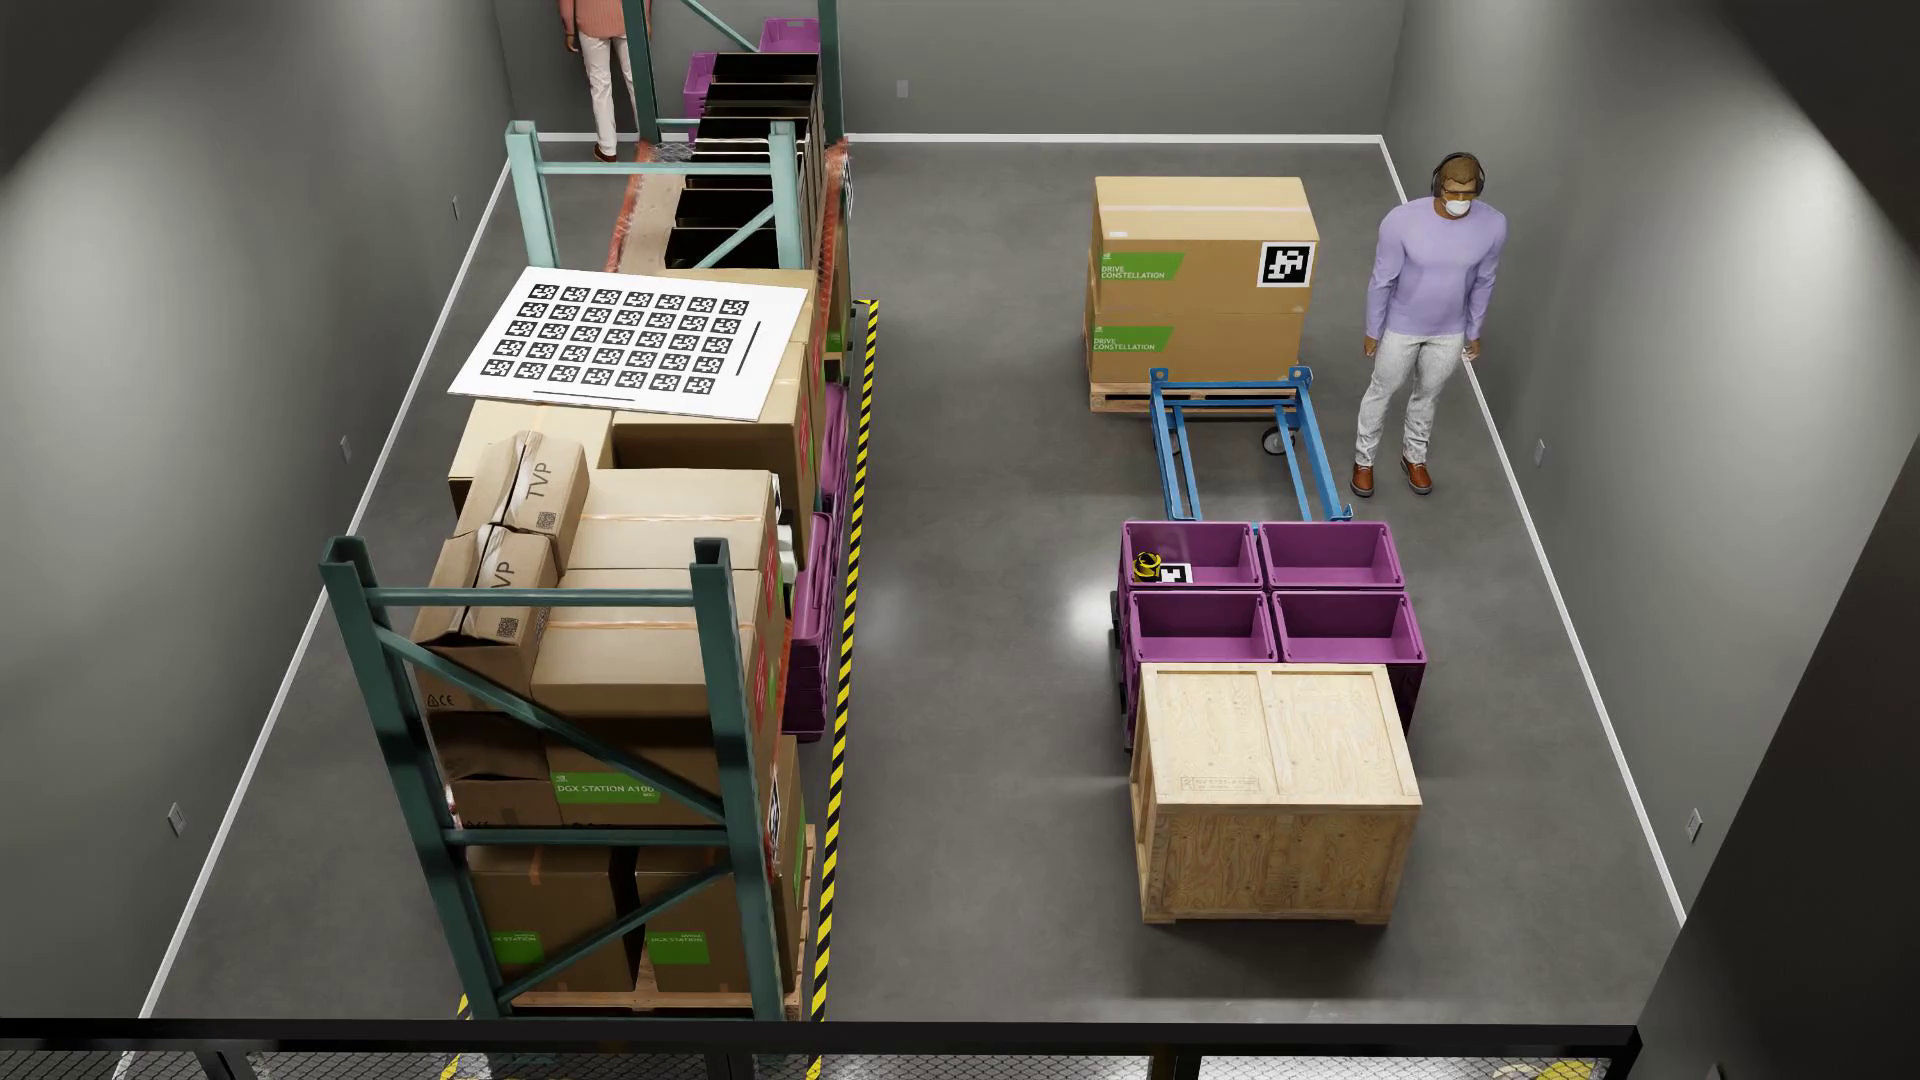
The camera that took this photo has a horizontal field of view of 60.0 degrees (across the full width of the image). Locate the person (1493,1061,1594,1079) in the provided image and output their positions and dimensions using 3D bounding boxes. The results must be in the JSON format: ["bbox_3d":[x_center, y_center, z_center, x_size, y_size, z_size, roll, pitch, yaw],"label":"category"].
[{"bbox_3d":[1.607,2.065,4.837,0.403,1.834,0.589,5,42,6],"label":"person"}]

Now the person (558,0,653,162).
[{"bbox_3d":[-2.330,-3.425,10.978,0.615,1.994,0.381,-16,44,-17],"label":"person"}]

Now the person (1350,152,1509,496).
[{"bbox_3d":[2.326,-1.062,8.325,0.628,1.940,0.373,-1,41,-2],"label":"person"}]
